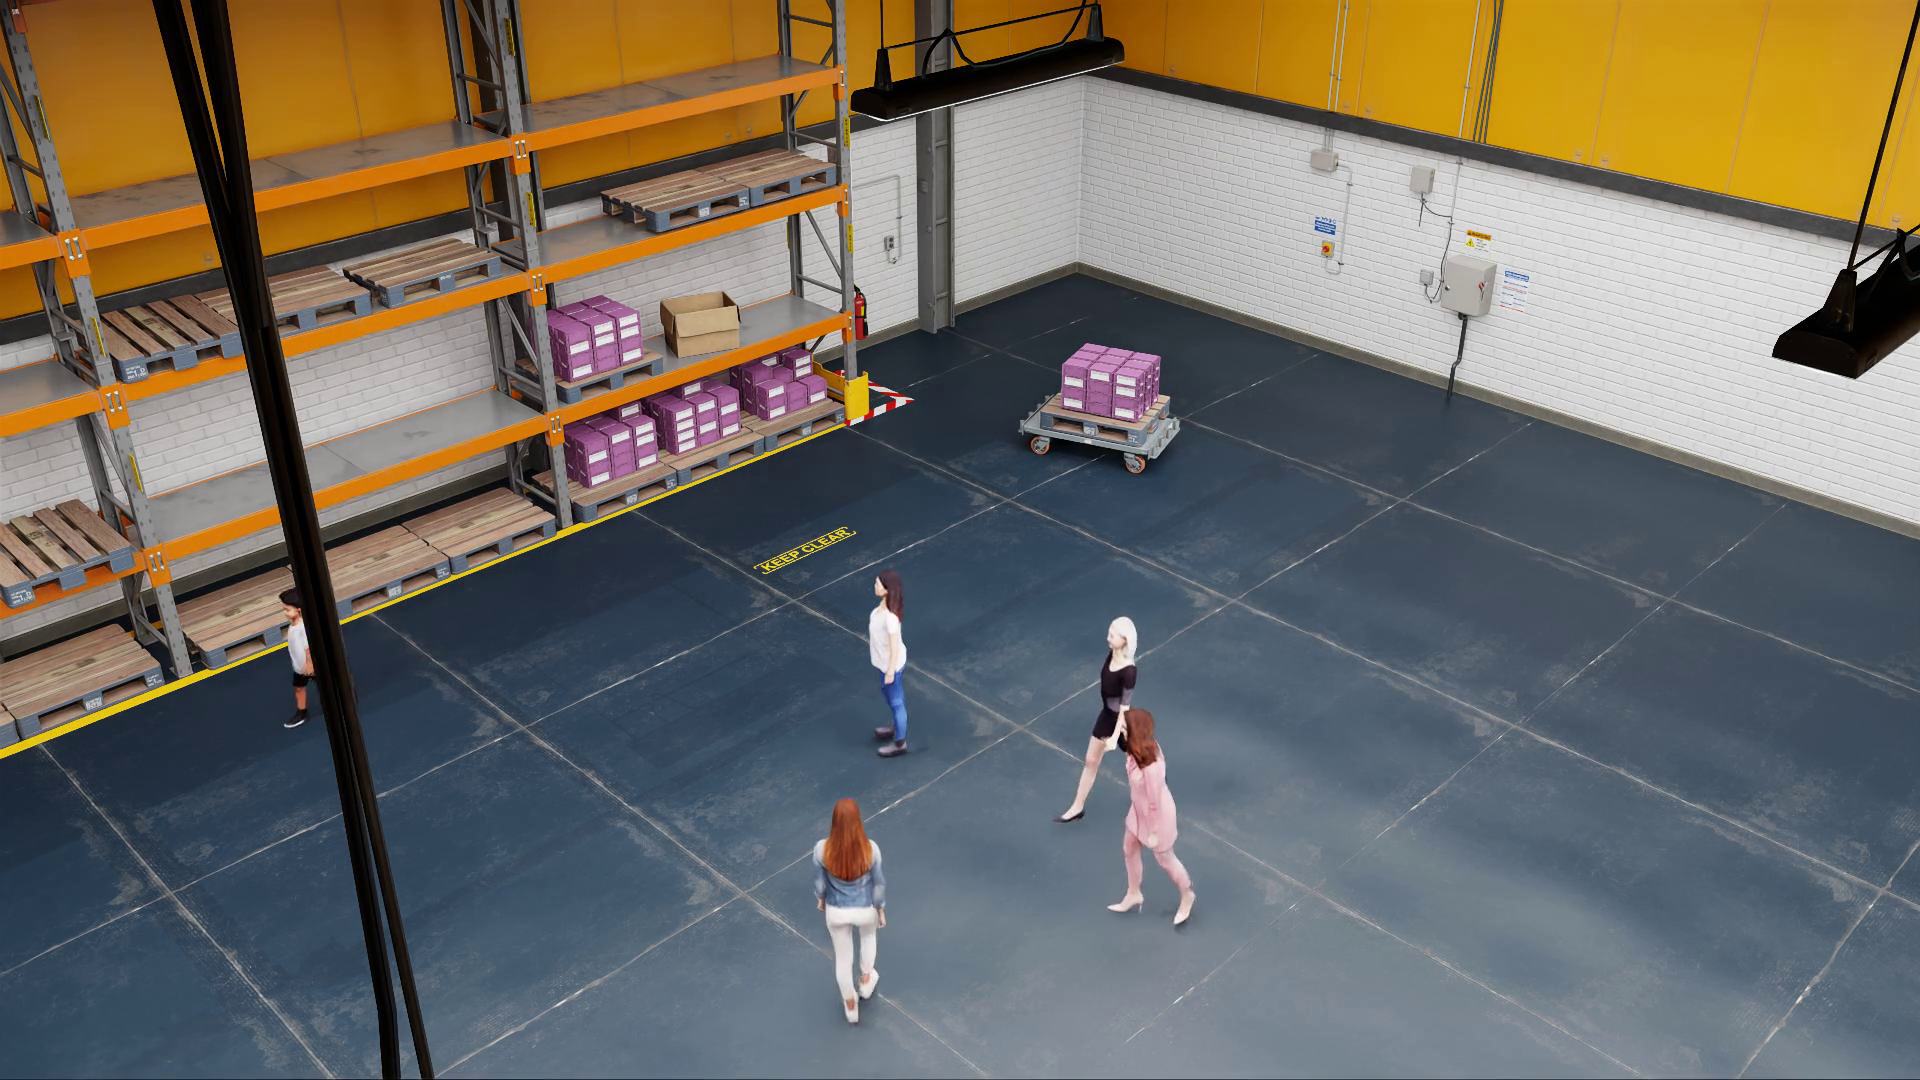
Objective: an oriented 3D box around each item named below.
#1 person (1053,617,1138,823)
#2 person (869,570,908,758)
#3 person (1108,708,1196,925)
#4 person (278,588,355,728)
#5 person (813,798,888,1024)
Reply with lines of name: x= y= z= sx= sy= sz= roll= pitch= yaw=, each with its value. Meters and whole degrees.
person: x=1.297 y=1.405 z=12.658 sx=1.236 sy=1.782 sz=0.908 roll=-11 pitch=30 yaw=-19
person: x=-0.548 y=0.998 z=13.506 sx=0.725 sy=1.684 sz=0.679 roll=-2 pitch=29 yaw=-3
person: x=1.420 y=1.947 z=11.688 sx=0.970 sy=1.759 sz=0.862 roll=-8 pitch=30 yaw=-14
person: x=-5.457 y=0.956 z=14.039 sx=0.567 sy=1.247 sz=0.881 roll=19 pitch=34 yaw=31
person: x=-0.713 y=2.467 z=10.809 sx=0.811 sy=1.689 sz=0.871 roll=0 pitch=29 yaw=0
